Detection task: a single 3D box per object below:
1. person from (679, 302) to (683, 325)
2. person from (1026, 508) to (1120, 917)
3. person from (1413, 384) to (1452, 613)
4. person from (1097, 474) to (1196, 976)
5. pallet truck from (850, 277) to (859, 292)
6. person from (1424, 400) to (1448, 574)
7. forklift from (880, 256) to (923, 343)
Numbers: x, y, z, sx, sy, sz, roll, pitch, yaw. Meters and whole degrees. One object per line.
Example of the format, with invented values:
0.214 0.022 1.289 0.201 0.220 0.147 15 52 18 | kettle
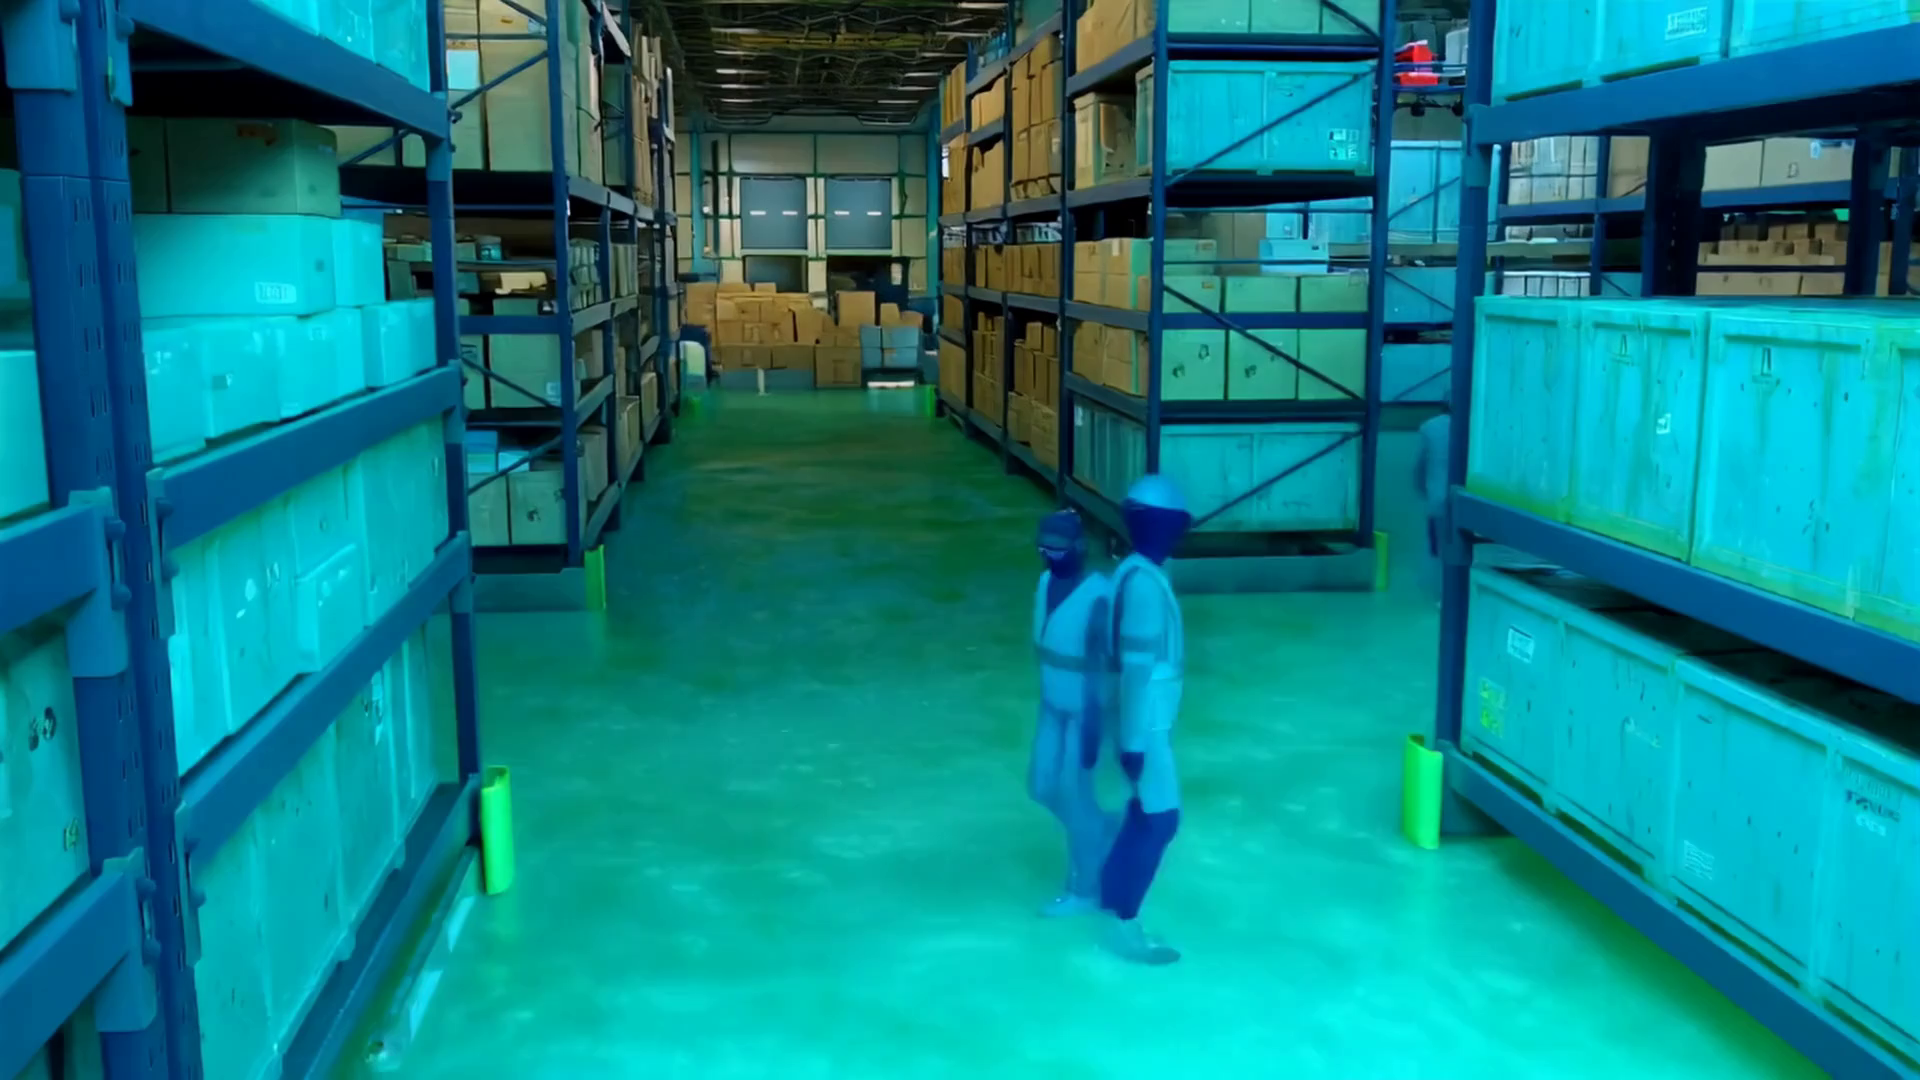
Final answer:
-10.323 -8.290 59.698 0.999 1.885 0.651 0 10 1 | person
0.539 0.749 7.298 0.484 1.819 0.615 -5 11 -25 | person
4.056 -0.354 13.609 0.639 1.858 1.003 6 12 33 | person
0.767 0.743 6.833 0.421 1.990 0.692 0 10 2 | person
-3.782 -9.391 65.808 1.885 1.965 0.823 2 10 10 | pallet truck
4.390 -0.476 14.842 0.544 1.681 0.524 0 10 0 | person
-2.114 -7.817 54.072 1.129 2.768 1.873 -6 12 -33 | forklift
